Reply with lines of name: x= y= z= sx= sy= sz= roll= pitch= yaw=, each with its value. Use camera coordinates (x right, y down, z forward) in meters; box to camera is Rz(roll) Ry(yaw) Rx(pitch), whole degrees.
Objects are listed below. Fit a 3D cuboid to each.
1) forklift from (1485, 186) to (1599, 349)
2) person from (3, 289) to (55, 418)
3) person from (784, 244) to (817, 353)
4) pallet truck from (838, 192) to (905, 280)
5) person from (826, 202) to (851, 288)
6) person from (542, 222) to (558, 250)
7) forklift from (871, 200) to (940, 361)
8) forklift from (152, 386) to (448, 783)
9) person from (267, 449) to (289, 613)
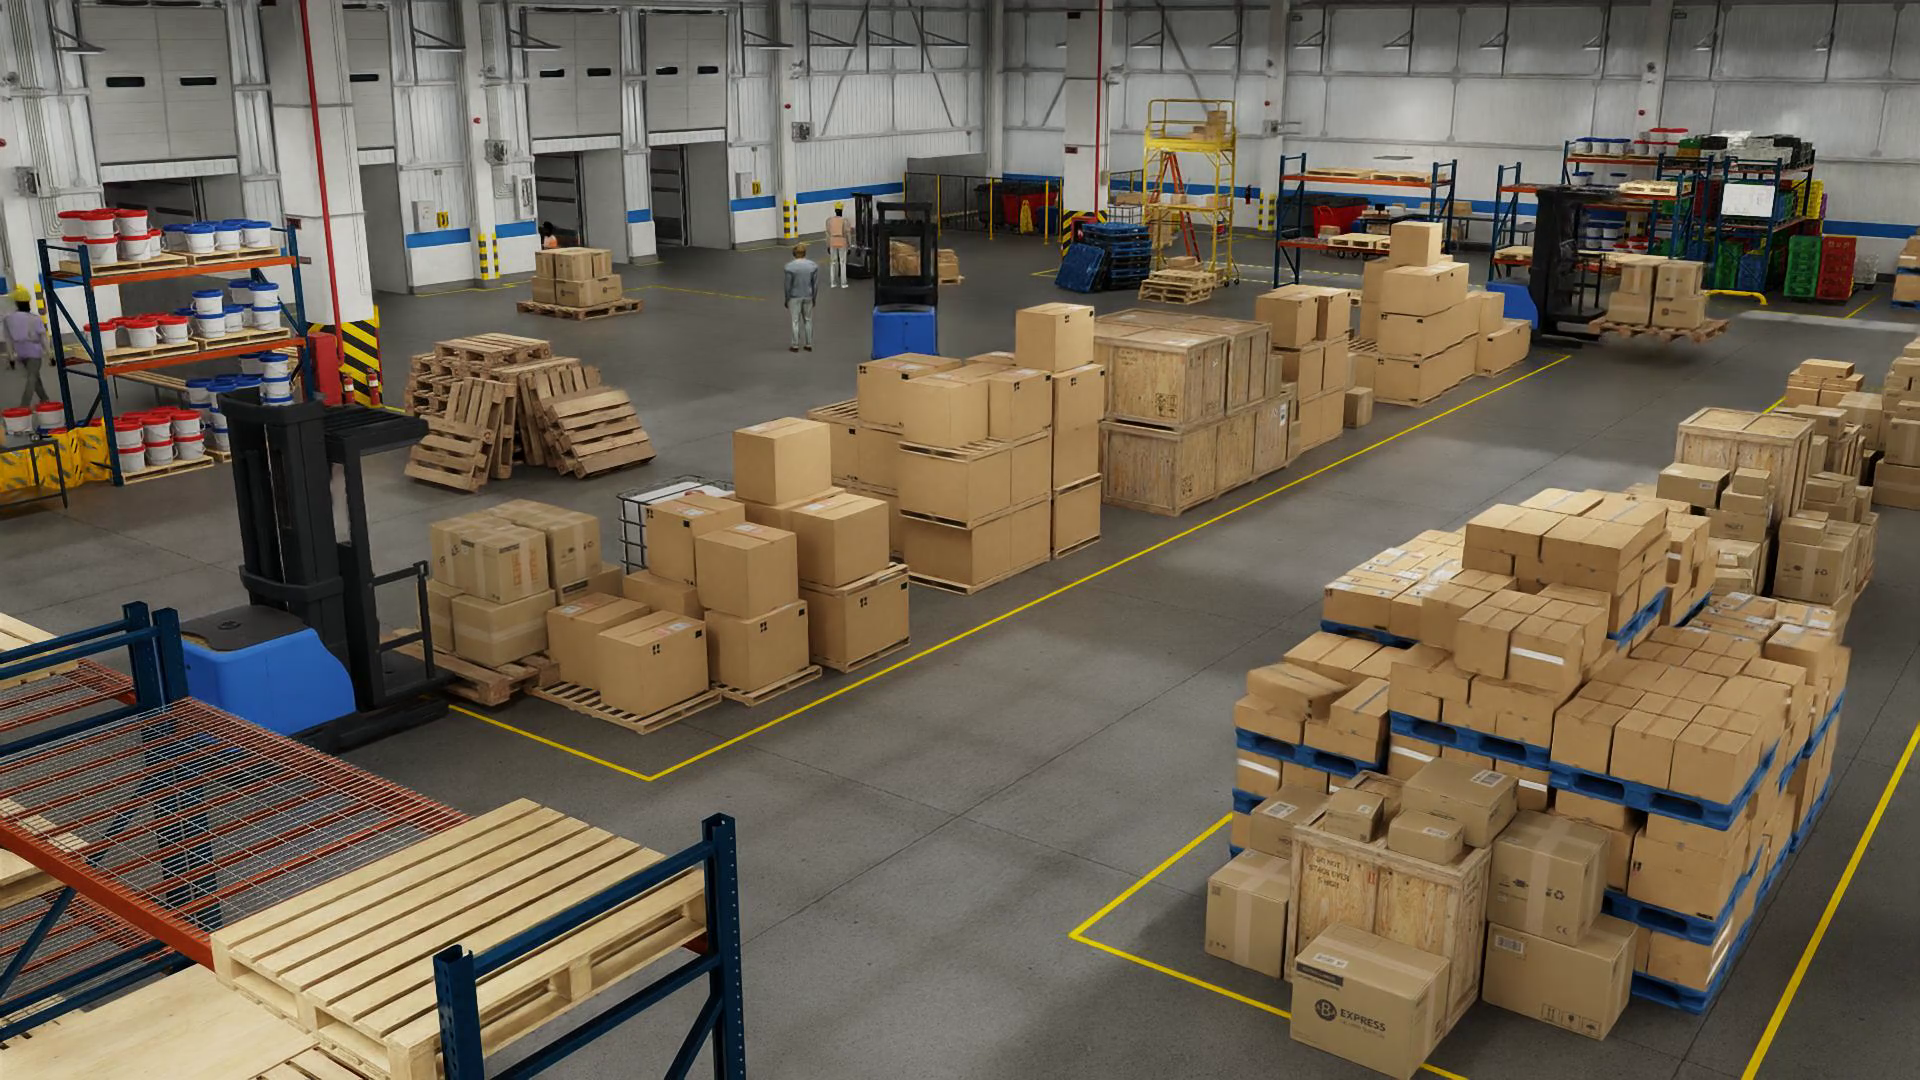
forklift: x=10.728 y=-5.041 z=30.467 sx=1.873 sy=2.768 sz=1.129 roll=12 pitch=21 yaw=35
person: x=-13.801 y=-2.759 z=24.627 sx=0.597 sy=1.892 sz=0.983 roll=2 pitch=17 yaw=5
person: x=-2.840 y=-4.310 z=29.674 sx=0.634 sy=1.930 sz=0.384 roll=-9 pitch=19 yaw=-28
pallet truck: x=-1.936 y=-7.159 z=38.982 sx=1.885 sy=1.965 sz=0.823 roll=-12 pitch=21 yaw=-34
person: x=-2.718 y=-6.617 z=37.335 sx=0.582 sy=1.918 sz=0.406 roll=3 pitch=17 yaw=9
person: x=-8.693 y=-5.968 z=35.577 sx=0.425 sy=1.688 sz=0.542 roll=-10 pitch=20 yaw=-30
forklift: x=-0.918 y=-4.306 z=28.031 sx=1.129 sy=2.768 sz=1.873 roll=0 pitch=17 yaw=1
forklift: x=-5.246 y=0.236 z=12.992 sx=1.129 sy=2.768 sz=1.873 roll=12 pitch=21 yaw=35
person: x=-6.477 y=-0.223 z=16.116 sx=0.372 sy=1.940 sz=0.627 roll=9 pitch=19 yaw=27
